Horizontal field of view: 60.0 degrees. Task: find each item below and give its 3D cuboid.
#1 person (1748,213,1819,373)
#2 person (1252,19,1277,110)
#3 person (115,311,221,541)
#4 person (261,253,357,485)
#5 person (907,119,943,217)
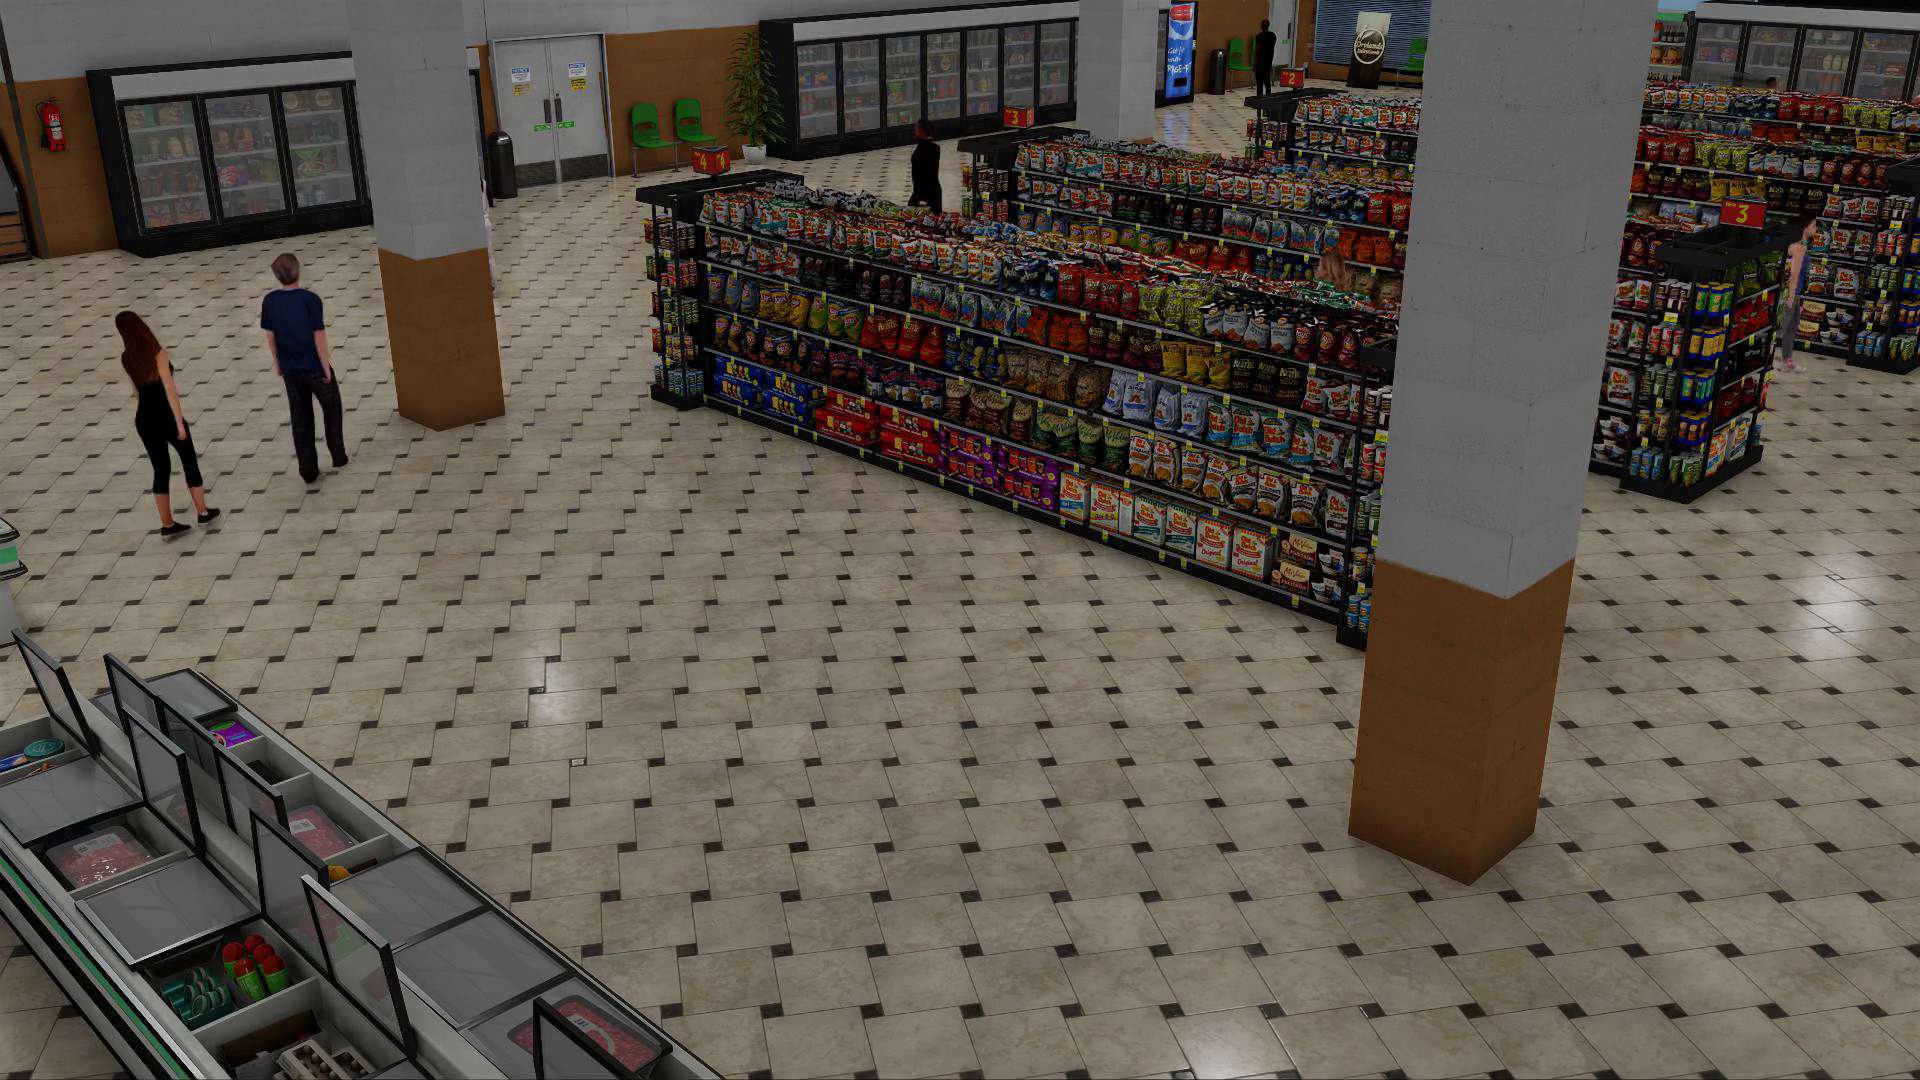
[{"bbox_3d":[8.097,-2.428,16.431,1.052,1.588,0.802,9,24,22],"label":"person"},{"bbox_3d":[6.397,-10.031,35.043,0.724,1.819,0.652,-11,25,-26],"label":"person"},{"bbox_3d":[-5.938,-0.819,12.308,0.885,1.677,0.928,8,23,19],"label":"person"},{"bbox_3d":[-5.308,-1.343,13.378,0.902,1.852,0.962,0,22,0],"label":"person"},{"bbox_3d":[-0.327,-4.170,20.371,1.099,1.882,0.943,9,24,22],"label":"person"}]
